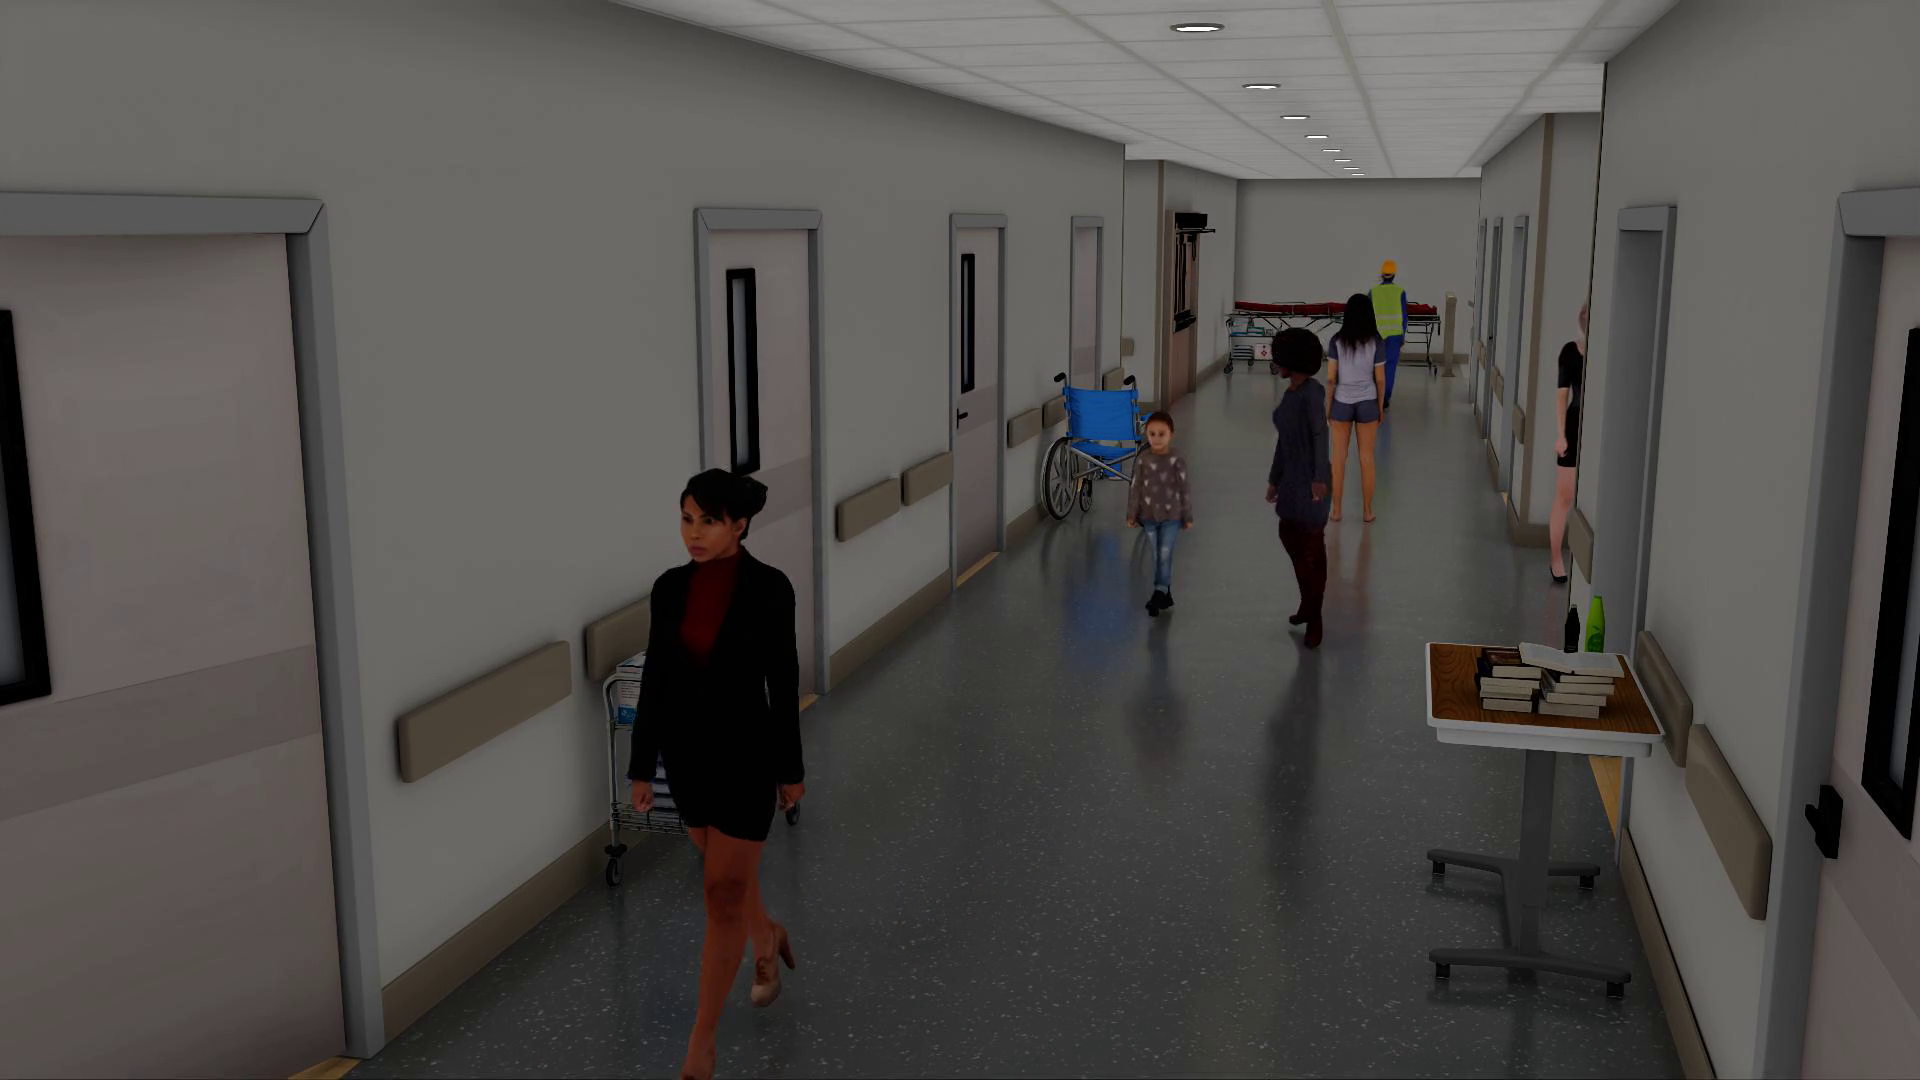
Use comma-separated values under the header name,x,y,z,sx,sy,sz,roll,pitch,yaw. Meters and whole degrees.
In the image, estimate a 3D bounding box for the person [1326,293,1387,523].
name,x,y,z,sx,sy,sz,roll,pitch,yaw
person,3.014,-1.013,12.712,0.593,1.733,0.498,2,11,12

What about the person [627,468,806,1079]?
name,x,y,z,sx,sy,sz,roll,pitch,yaw
person,-0.602,0.631,4.417,0.614,1.595,1.027,3,11,17

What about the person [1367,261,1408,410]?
name,x,y,z,sx,sy,sz,roll,pitch,yaw
person,5.197,-2.476,20.304,0.646,1.777,1.066,3,11,16

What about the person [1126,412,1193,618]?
name,x,y,z,sx,sy,sz,roll,pitch,yaw
person,1.186,-0.151,9.670,0.588,1.172,0.799,5,12,25

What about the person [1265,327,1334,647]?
name,x,y,z,sx,sy,sz,roll,pitch,yaw
person,1.900,-0.288,9.002,0.846,1.691,0.692,-5,12,-27
